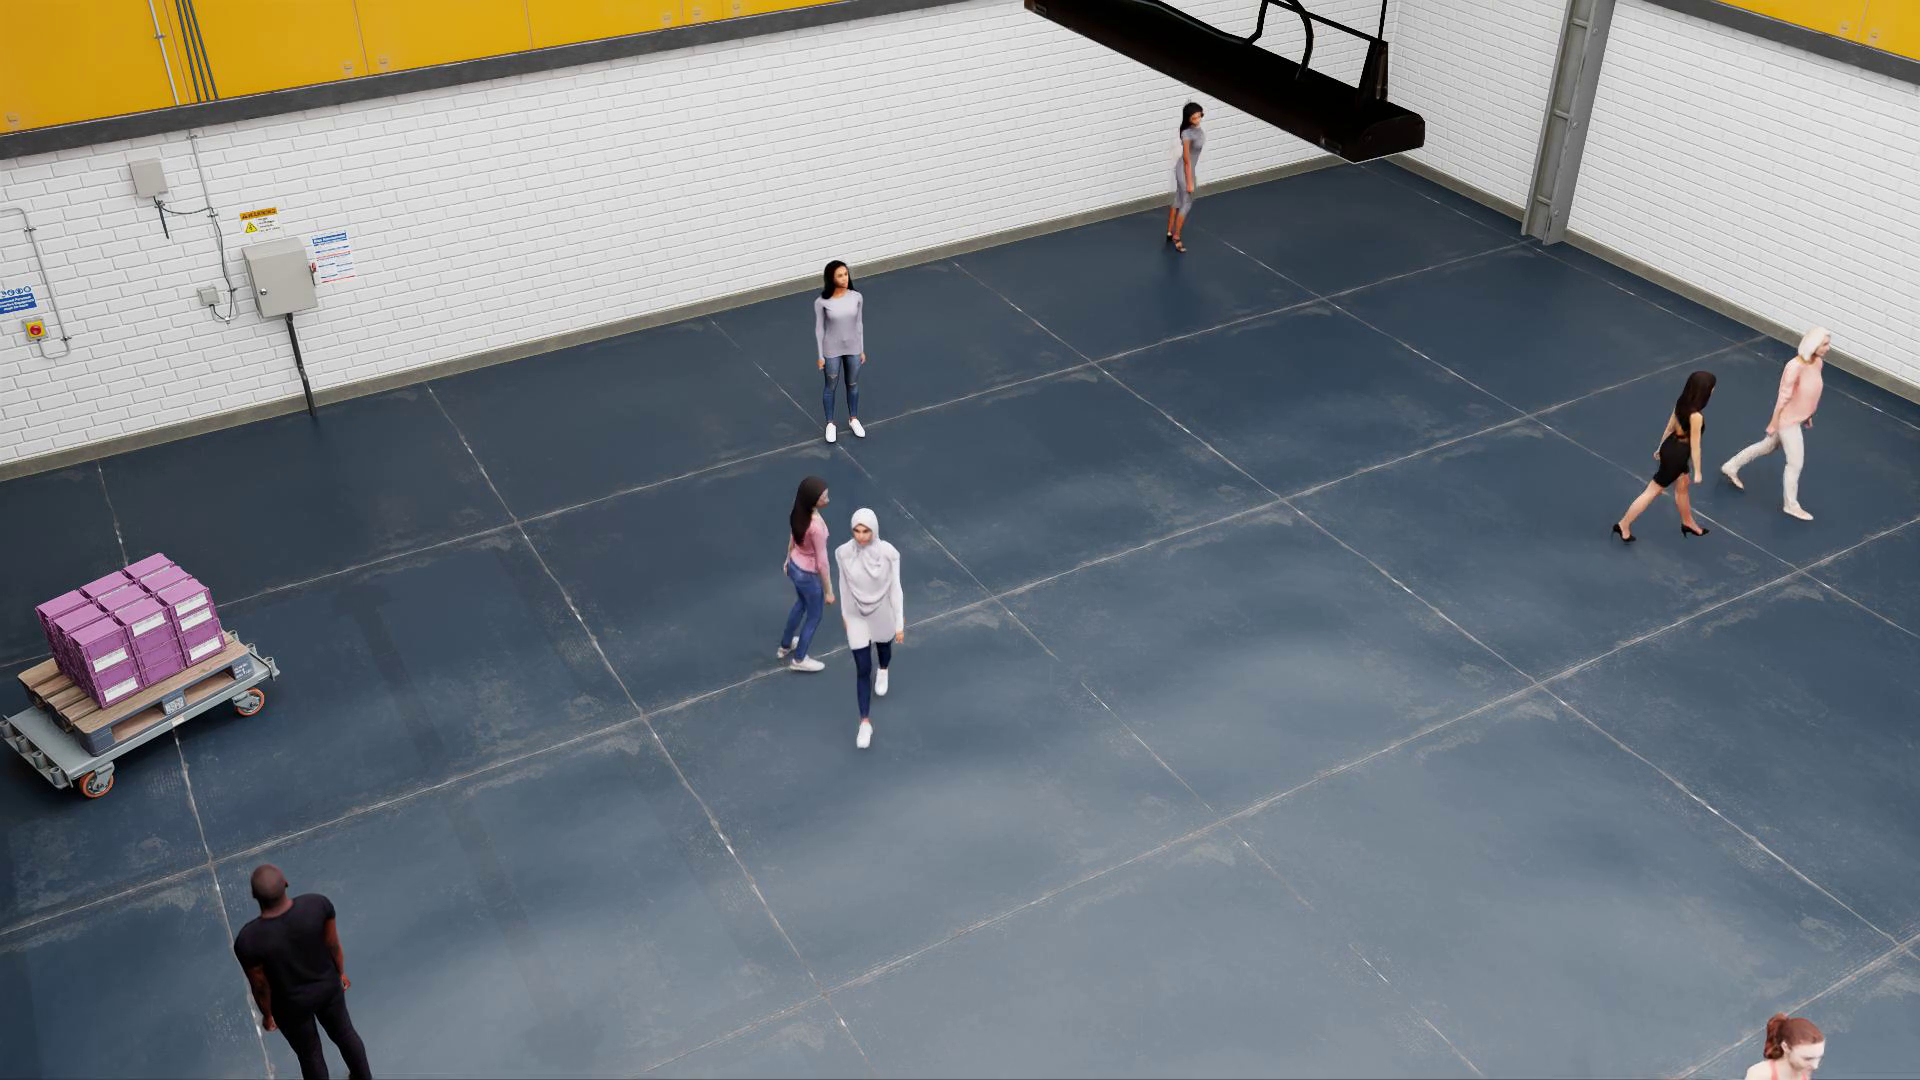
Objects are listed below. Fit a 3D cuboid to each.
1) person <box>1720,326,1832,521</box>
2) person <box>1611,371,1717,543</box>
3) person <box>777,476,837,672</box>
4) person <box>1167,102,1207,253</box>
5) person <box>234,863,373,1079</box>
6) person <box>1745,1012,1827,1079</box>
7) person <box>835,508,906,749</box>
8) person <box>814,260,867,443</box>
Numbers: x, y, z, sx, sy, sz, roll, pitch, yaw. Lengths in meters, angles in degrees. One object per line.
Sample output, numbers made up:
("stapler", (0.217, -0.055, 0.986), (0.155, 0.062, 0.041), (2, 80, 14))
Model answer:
("person", (6.992, -1.063, 14.173), (0.733, 1.686, 1.159), (-24, 41, -32))
("person", (5.748, -0.626, 13.594), (1.019, 1.600, 1.069), (2, 34, 2))
("person", (-1.170, 0.249, 12.176), (0.780, 1.713, 0.561), (-24, 41, -32))
("person", (2.504, -4.101, 18.682), (0.862, 1.755, 0.793), (1, 34, 2))
("person", (-3.466, 2.414, 8.823), (0.710, 1.819, 0.637), (-26, 42, -34))
("person", (3.815, 2.921, 8.136), (0.768, 1.734, 1.105), (-8, 34, -12))
("person", (-0.600, 0.505, 11.770), (1.050, 1.735, 1.225), (3, 34, 4))
("person", (-1.085, -1.733, 15.139), (0.645, 1.734, 0.582), (-11, 35, -16))
